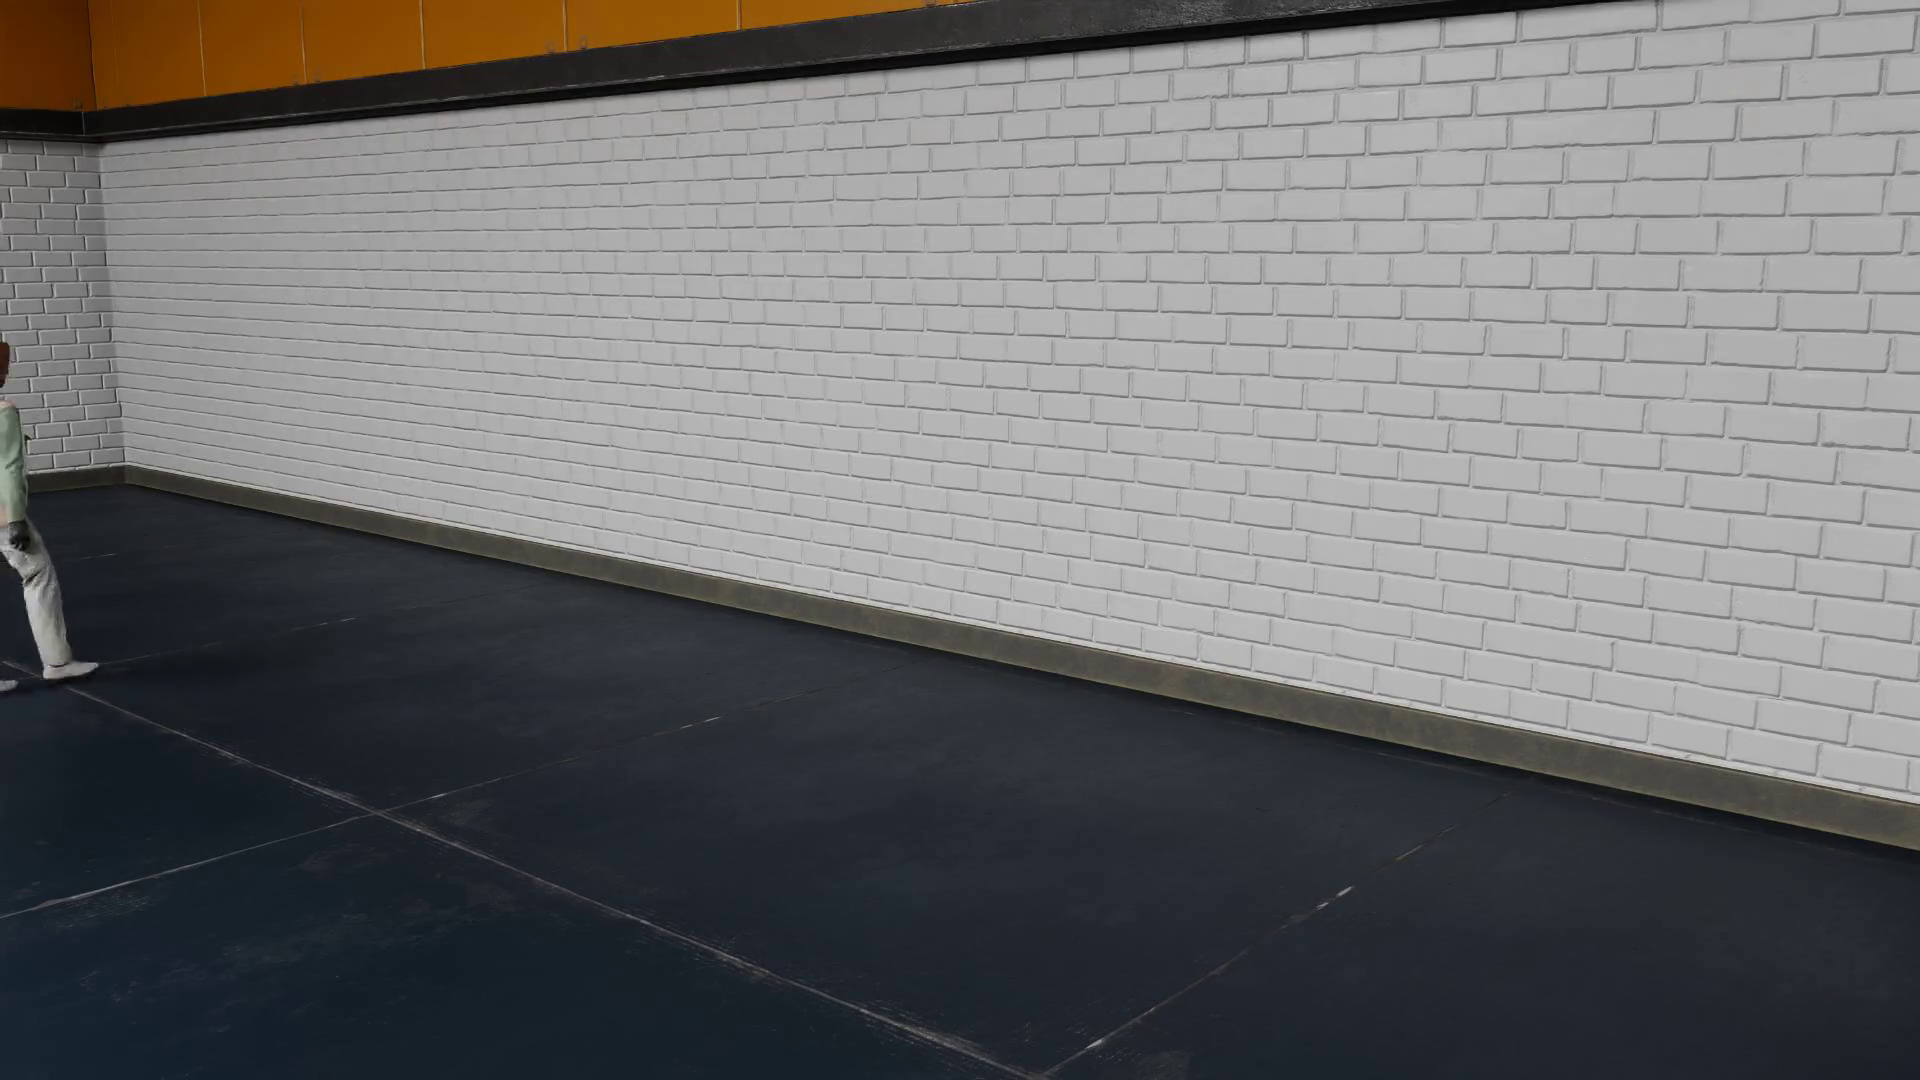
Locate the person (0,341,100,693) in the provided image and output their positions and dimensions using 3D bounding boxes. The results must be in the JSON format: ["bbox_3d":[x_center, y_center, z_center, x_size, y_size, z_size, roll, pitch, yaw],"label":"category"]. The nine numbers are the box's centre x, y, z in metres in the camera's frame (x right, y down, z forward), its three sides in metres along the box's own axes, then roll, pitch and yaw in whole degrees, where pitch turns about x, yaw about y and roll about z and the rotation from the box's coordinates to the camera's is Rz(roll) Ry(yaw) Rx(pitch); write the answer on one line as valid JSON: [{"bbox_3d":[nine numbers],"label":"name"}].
[{"bbox_3d":[-4.315,-0.112,7.591,0.540,1.614,0.674,5,11,25],"label":"person"}]
